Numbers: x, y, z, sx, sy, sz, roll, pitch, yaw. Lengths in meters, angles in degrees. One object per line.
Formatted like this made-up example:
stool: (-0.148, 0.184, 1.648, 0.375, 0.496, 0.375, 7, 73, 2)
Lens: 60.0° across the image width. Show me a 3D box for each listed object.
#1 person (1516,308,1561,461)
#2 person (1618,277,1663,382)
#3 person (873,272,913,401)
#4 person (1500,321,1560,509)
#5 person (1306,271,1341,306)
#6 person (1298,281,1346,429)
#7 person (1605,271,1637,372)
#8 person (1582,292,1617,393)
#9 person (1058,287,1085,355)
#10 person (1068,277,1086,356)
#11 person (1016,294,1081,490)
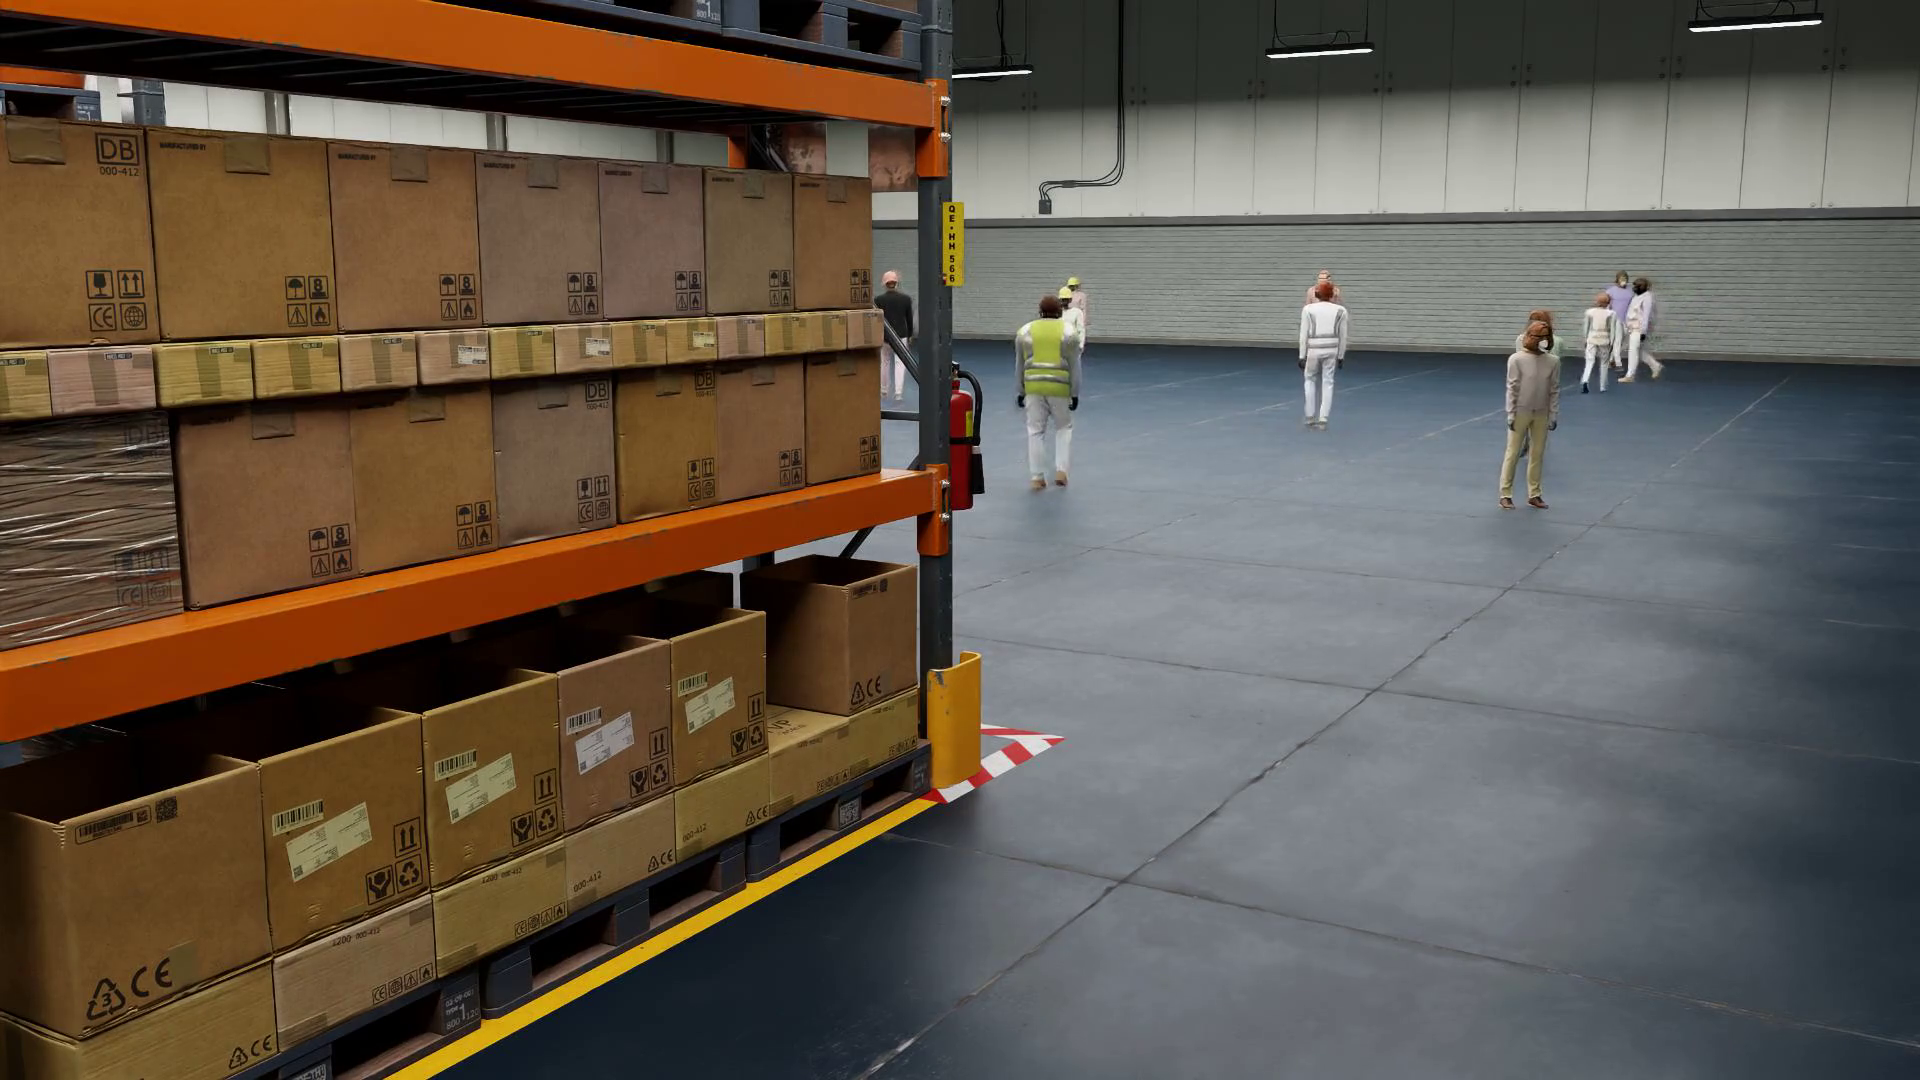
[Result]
person: (6.067, -1.633, 17.602, 0.522, 1.618, 0.425, 9, 13, 41)
person: (11.818, -3.626, 28.748, 0.719, 1.820, 0.631, 1, 10, 6)
person: (-1.012, -3.077, 25.172, 0.618, 1.947, 1.018, -1, 10, -5)
person: (4.916, -1.066, 14.318, 0.496, 1.627, 0.303, -2, 10, -11)
person: (6.732, -4.039, 30.890, 0.651, 1.904, 0.401, 3, 10, 16)
person: (4.585, -2.361, 21.172, 0.615, 1.859, 0.744, 0, 10, 0)
person: (12.550, -4.176, 31.706, 0.629, 1.910, 0.939, 0, 10, -3)
person: (10.162, -3.140, 26.476, 0.513, 1.613, 0.784, 6, 11, 32)
person: (1.576, -2.870, 24.594, 0.538, 1.719, 0.930, 1, 10, 7)
person: (2.434, -4.724, 35.380, 0.527, 1.745, 0.760, 2, 10, 11)
person: (0.829, -1.378, 15.548, 0.642, 1.823, 0.539, 2, 10, 13)
